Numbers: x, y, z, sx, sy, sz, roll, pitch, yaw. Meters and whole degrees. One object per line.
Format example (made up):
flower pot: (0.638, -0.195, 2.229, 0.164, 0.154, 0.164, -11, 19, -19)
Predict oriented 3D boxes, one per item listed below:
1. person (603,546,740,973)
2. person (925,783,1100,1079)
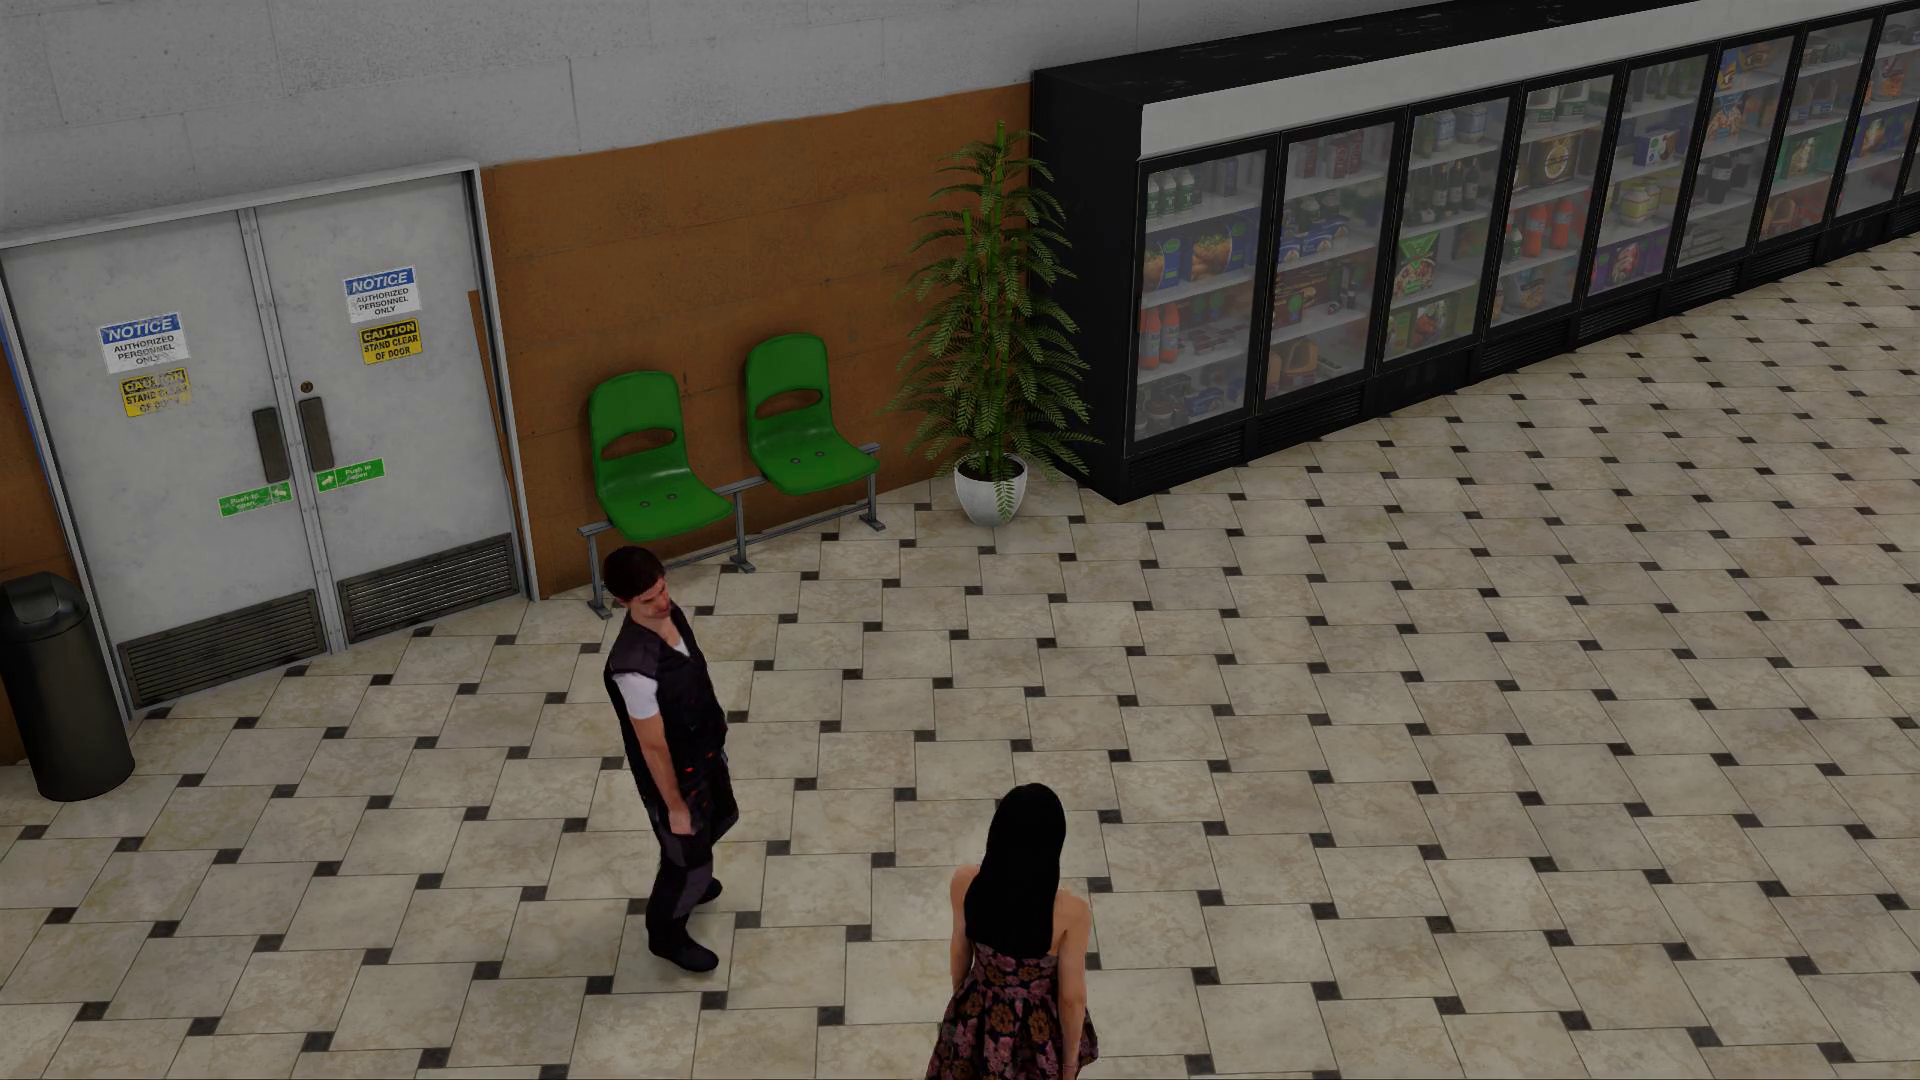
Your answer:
person: (-1.012, 0.787, 5.858, 0.946, 1.805, 0.840, -4, 29, -8)
person: (0.115, 1.477, 4.663, 1.155, 1.738, 1.159, 7, 29, 13)
